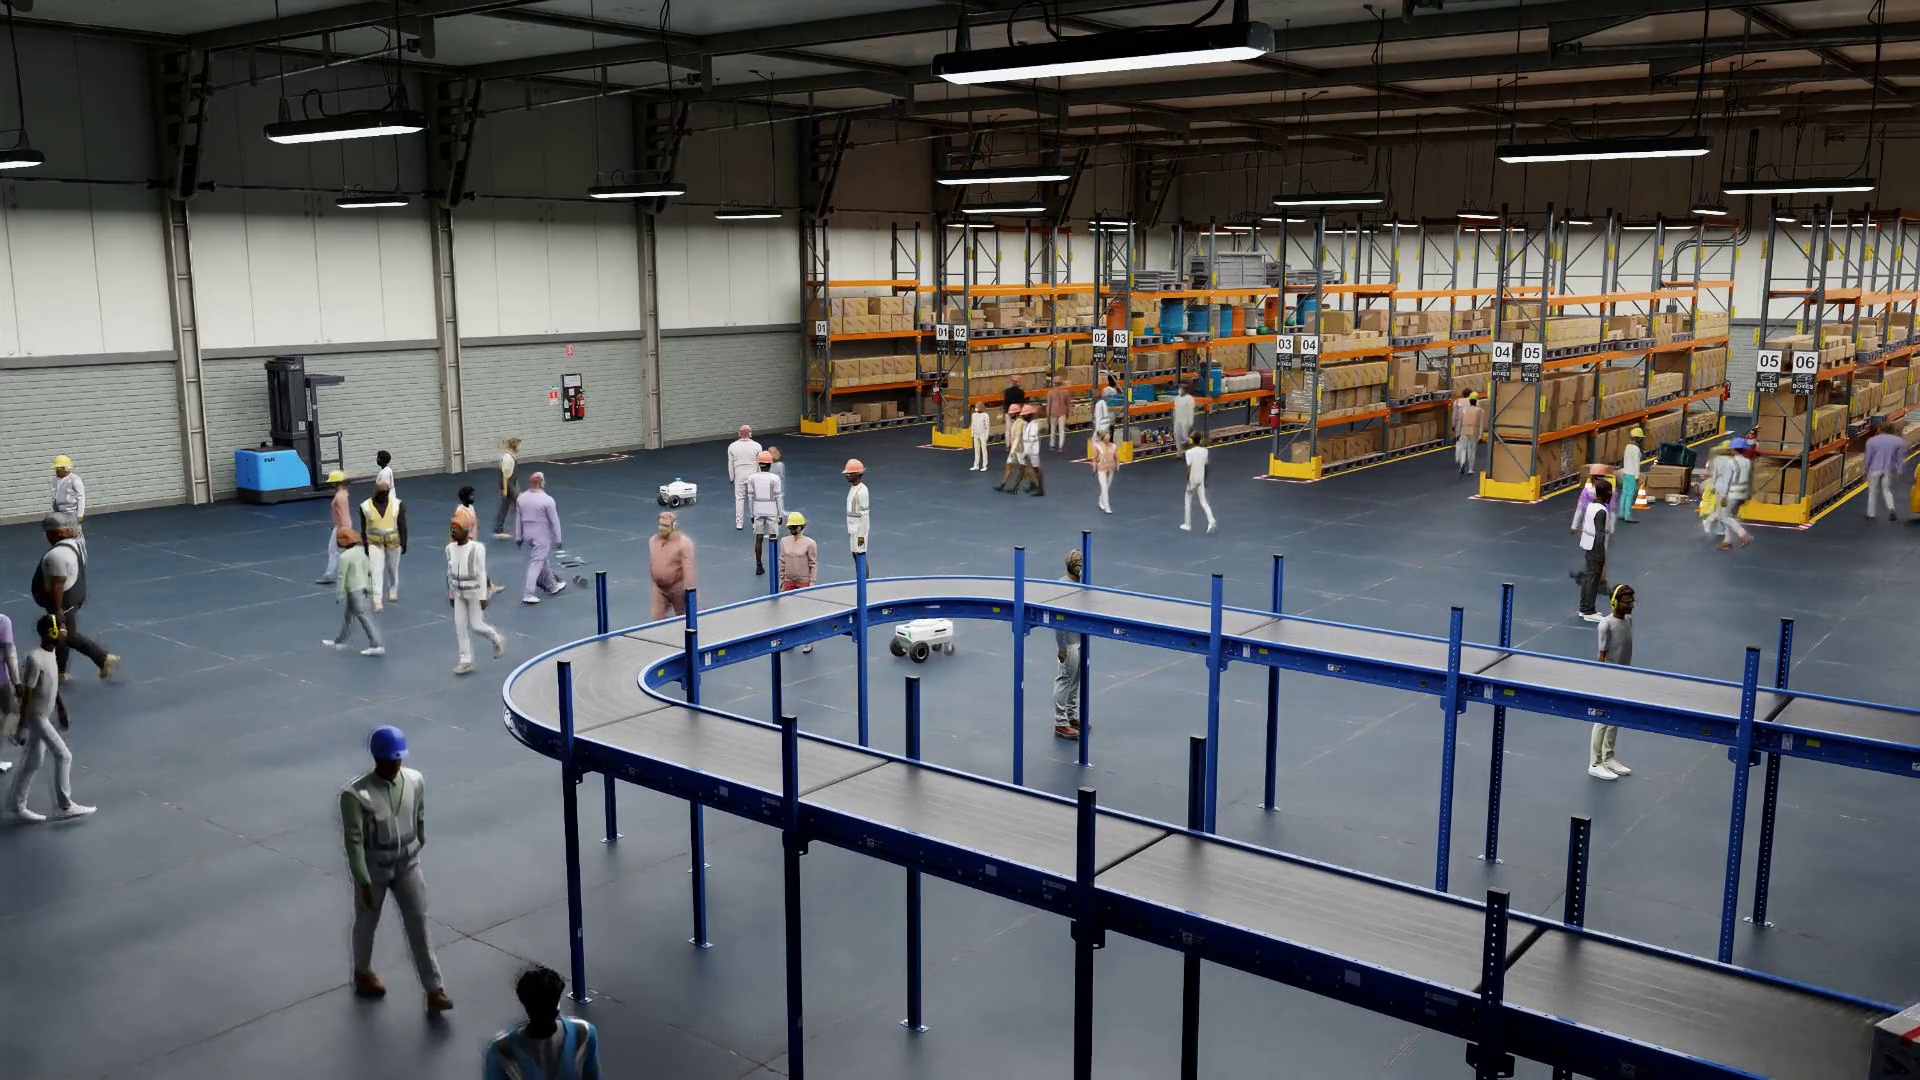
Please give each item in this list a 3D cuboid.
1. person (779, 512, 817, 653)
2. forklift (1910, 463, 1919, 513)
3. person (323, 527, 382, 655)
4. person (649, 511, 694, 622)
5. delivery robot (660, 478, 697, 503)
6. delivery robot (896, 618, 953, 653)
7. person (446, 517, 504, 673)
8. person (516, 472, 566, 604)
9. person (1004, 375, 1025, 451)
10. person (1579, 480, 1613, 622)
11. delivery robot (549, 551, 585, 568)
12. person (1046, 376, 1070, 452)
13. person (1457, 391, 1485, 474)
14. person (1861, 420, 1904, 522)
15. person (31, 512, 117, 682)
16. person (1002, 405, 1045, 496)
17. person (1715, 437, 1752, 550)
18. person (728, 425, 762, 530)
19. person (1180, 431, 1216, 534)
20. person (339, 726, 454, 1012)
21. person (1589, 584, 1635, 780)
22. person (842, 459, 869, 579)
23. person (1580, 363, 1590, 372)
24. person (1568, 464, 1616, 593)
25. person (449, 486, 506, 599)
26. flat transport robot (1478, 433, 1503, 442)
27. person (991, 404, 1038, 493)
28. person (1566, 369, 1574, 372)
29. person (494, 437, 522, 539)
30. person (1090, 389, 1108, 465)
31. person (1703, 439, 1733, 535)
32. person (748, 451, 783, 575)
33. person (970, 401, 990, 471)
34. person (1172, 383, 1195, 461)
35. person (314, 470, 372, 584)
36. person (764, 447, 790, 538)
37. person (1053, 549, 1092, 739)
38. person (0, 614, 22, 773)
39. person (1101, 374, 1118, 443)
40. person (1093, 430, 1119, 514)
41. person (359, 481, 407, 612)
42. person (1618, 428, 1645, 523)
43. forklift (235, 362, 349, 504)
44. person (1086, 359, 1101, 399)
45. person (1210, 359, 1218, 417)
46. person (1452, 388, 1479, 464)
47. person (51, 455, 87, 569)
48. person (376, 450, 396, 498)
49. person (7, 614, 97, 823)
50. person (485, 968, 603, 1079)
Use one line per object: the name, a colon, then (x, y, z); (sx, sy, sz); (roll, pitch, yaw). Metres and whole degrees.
person: (-2.035, 0.520, 19.568); (0.525, 1.769, 0.313); (4, 11, 21)
forklift: (19.034, -1.348, 28.998); (2.313, 2.155, 1.214); (8, 13, 37)
person: (-7.592, 0.635, 19.366); (0.855, 1.589, 0.516); (1, 10, 3)
person: (-3.483, 0.554, 19.108); (0.647, 1.876, 0.890); (4, 11, 23)
delivery robot: (-5.639, -0.994, 31.352); (0.707, 0.478, 0.477); (-9, 13, -41)
delivery robot: (-0.437, 1.137, 19.348); (0.707, 0.478, 0.477); (-8, 13, -37)
person: (-5.820, 0.629, 18.668); (0.601, 1.867, 0.655); (4, 11, 23)
person: (-6.019, -0.049, 22.516); (0.667, 1.854, 1.020); (5, 11, 27)
person: (1.440, -3.309, 40.642); (0.629, 1.917, 1.039); (4, 11, 22)
person: (8.655, 0.136, 21.306); (0.376, 1.915, 0.599); (2, 10, 9)
delivery robot: (-5.988, 0.283, 23.437); (0.698, 0.223, 0.335); (-6, 12, -30)
person: (2.529, -3.240, 40.236); (0.632, 1.952, 1.007); (0, 10, -3)
person: (11.693, -2.444, 35.833); (0.593, 1.915, 0.568); (4, 11, 20)
person: (17.275, -1.277, 29.284); (0.616, 1.920, 0.549); (2, 10, 10)
person: (-10.281, 0.668, 18.084); (0.855, 2.000, 0.688); (-2, 10, -13)
person: (1.350, -1.842, 32.481); (0.962, 1.892, 0.554); (-4, 11, -21)
person: (13.071, -0.760, 26.308); (0.623, 1.926, 0.606); (-6, 12, -30)
person: (-3.887, -1.139, 28.513); (0.647, 1.908, 0.409); (0, 10, -1)
person: (4.317, -1.046, 28.216); (0.531, 1.837, 0.915); (-4, 11, -22)
person: (-3.710, 2.127, 10.167); (0.985, 1.900, 0.612); (9, 14, 42)
person: (6.193, 1.325, 14.785); (0.517, 1.865, 0.327); (-8, 13, -38)
person: (-1.504, -0.148, 22.546); (0.384, 2.041, 0.615); (-3, 11, -17)
person: (19.157, -4.607, 47.975); (0.545, 1.929, 0.389); (-3, 11, -16)
person: (9.410, -0.196, 23.275); (0.549, 1.883, 0.976); (-3, 11, -18)
person: (-7.024, 0.046, 22.527); (0.844, 1.649, 0.551); (1, 10, 5)
flat transport robot: (14.748, -2.820, 42.692); (1.431, 0.197, 0.652); (-5, 11, -25)
person: (1.200, -1.931, 33.060); (0.980, 1.893, 0.544); (-2, 10, -13)
person: (16.434, -3.625, 42.263); (0.607, 1.984, 1.021); (3, 11, 17)
person: (-7.815, -0.908, 27.545); (0.923, 1.784, 0.567); (-3, 10, -14)
person: (3.339, -2.677, 37.300); (0.417, 1.856, 0.693); (4, 11, 23)
person: (13.540, -0.931, 27.838); (0.615, 1.724, 0.492); (-2, 10, -13)
person: (-3.023, -0.425, 24.402); (0.545, 1.939, 0.354); (2, 10, 10)
person: (0.468, -2.430, 36.542); (0.500, 1.633, 0.289); (8, 13, 39)
person: (5.508, -2.898, 38.373); (0.582, 1.919, 0.634); (-7, 12, -35)
person: (-9.383, -0.217, 23.805); (0.844, 1.731, 0.529); (-2, 10, -10)
person: (-3.225, -0.855, 27.705); (0.504, 1.623, 0.506); (10, 14, 43)
person: (1.163, 1.049, 16.104); (0.355, 1.938, 0.637); (6, 11, 29)
person: (-9.172, 1.299, 14.761); (0.616, 1.911, 0.465); (0, 10, 2)
person: (3.908, -3.327, 40.665); (0.363, 1.960, 0.614); (-5, 11, -28)
person: (2.845, -1.365, 30.622); (0.523, 1.606, 0.808); (-3, 11, -18)
person: (-8.180, 0.046, 22.219); (0.607, 1.807, 0.911); (-5, 11, -24)
person: (12.648, -1.227, 29.405); (0.327, 1.765, 0.531); (0, 10, 1)
forklift: (-13.803, -2.244, 32.110); (1.129, 2.768, 1.873); (8, 13, 37)
person: (4.182, -4.797, 49.261); (0.564, 1.848, 0.388); (9, 13, 40)
person: (7.917, -4.775, 49.215); (0.601, 1.816, 0.423); (7, 12, 34)
person: (12.225, -2.763, 37.833); (0.636, 1.842, 0.429); (4, 11, 20)
person: (-14.110, -0.431, 24.734); (0.603, 1.830, 0.404); (4, 11, 23)
person: (-9.724, -0.680, 26.508); (0.318, 1.700, 0.535); (-3, 11, -18)
person: (-7.933, 1.555, 13.579); (0.820, 1.824, 0.537); (-4, 11, -22)
person: (-1.905, 2.753, 7.208); (0.538, 1.685, 0.393); (-6, 12, -31)
